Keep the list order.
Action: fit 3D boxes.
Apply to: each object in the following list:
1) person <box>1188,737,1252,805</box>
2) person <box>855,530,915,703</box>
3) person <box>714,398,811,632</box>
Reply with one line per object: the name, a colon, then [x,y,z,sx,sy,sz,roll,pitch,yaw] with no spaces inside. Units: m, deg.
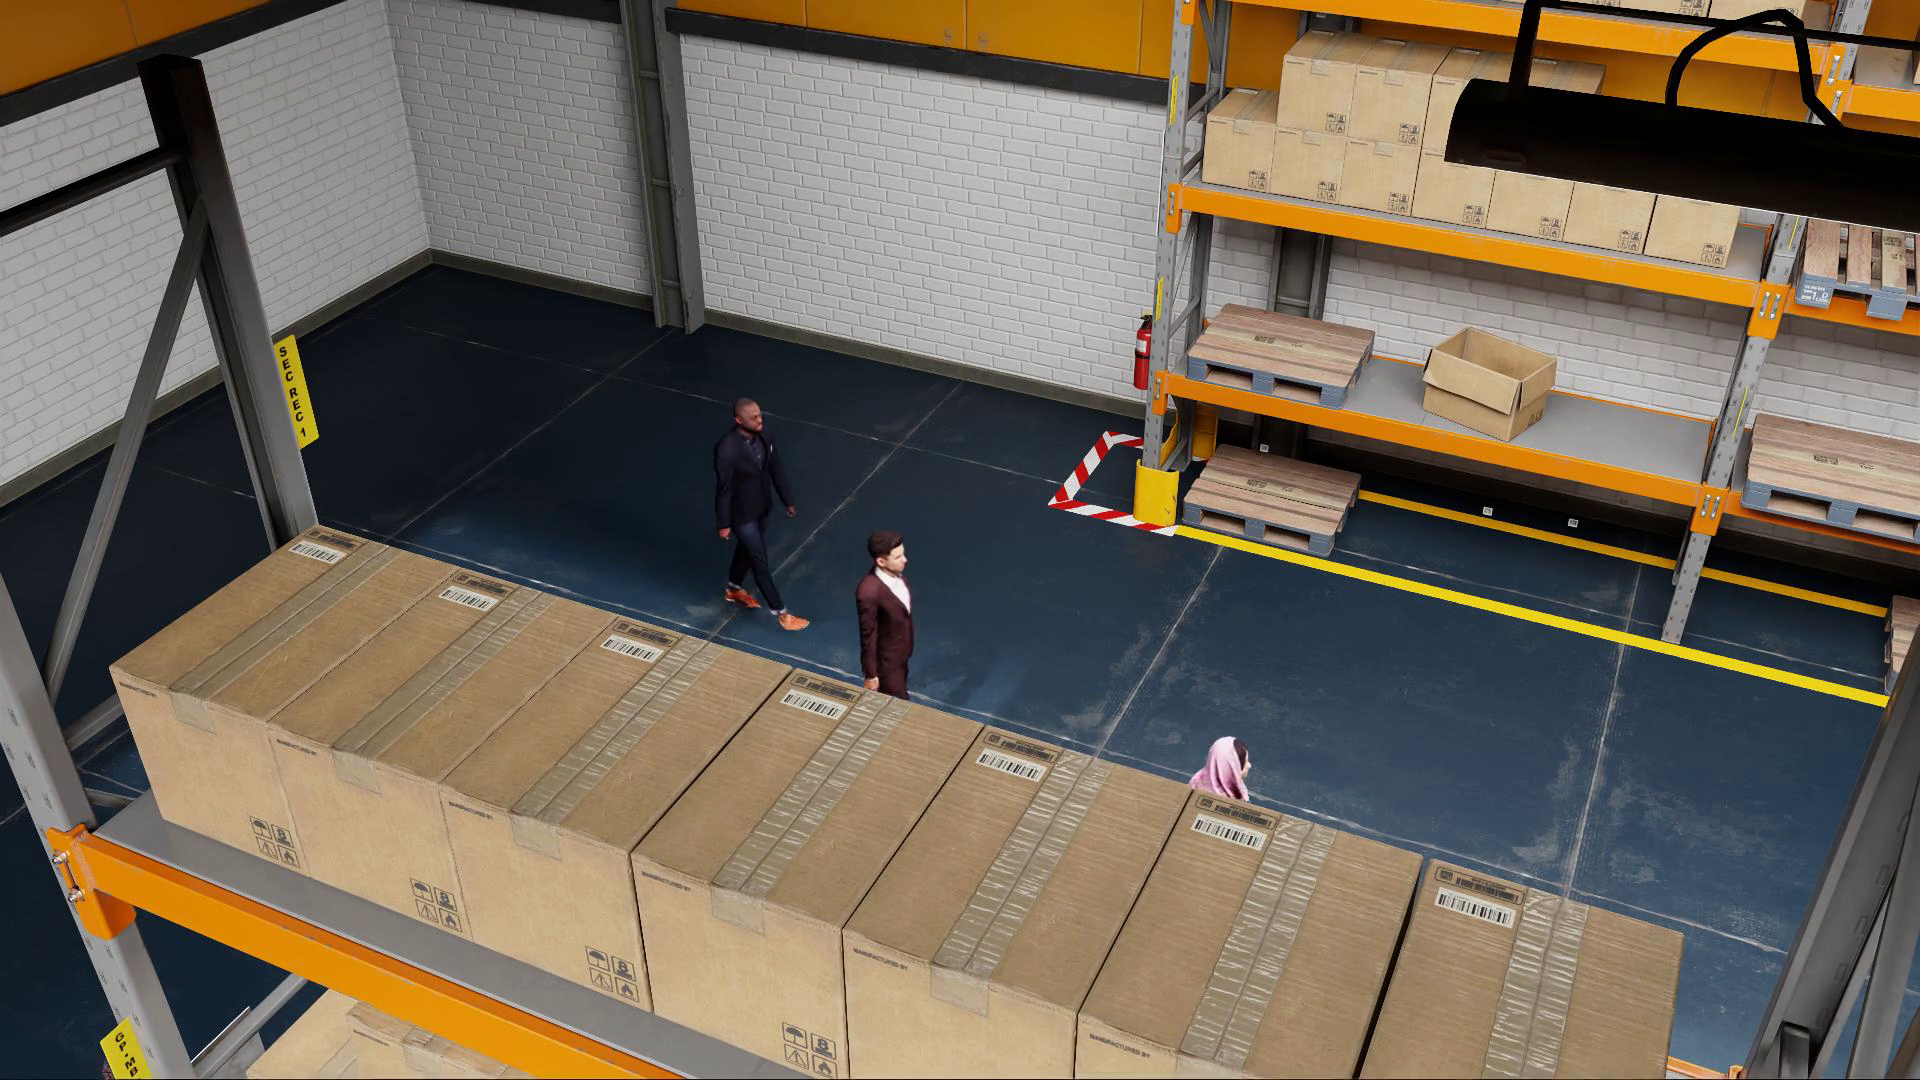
person: [1.329,1.723,9.038,0.738,1.626,0.714,6,34,9]
person: [-0.524,0.695,10.386,1.098,1.847,0.777,10,35,14]
person: [-1.563,-0.217,11.818,1.114,1.780,0.816,19,38,26]
